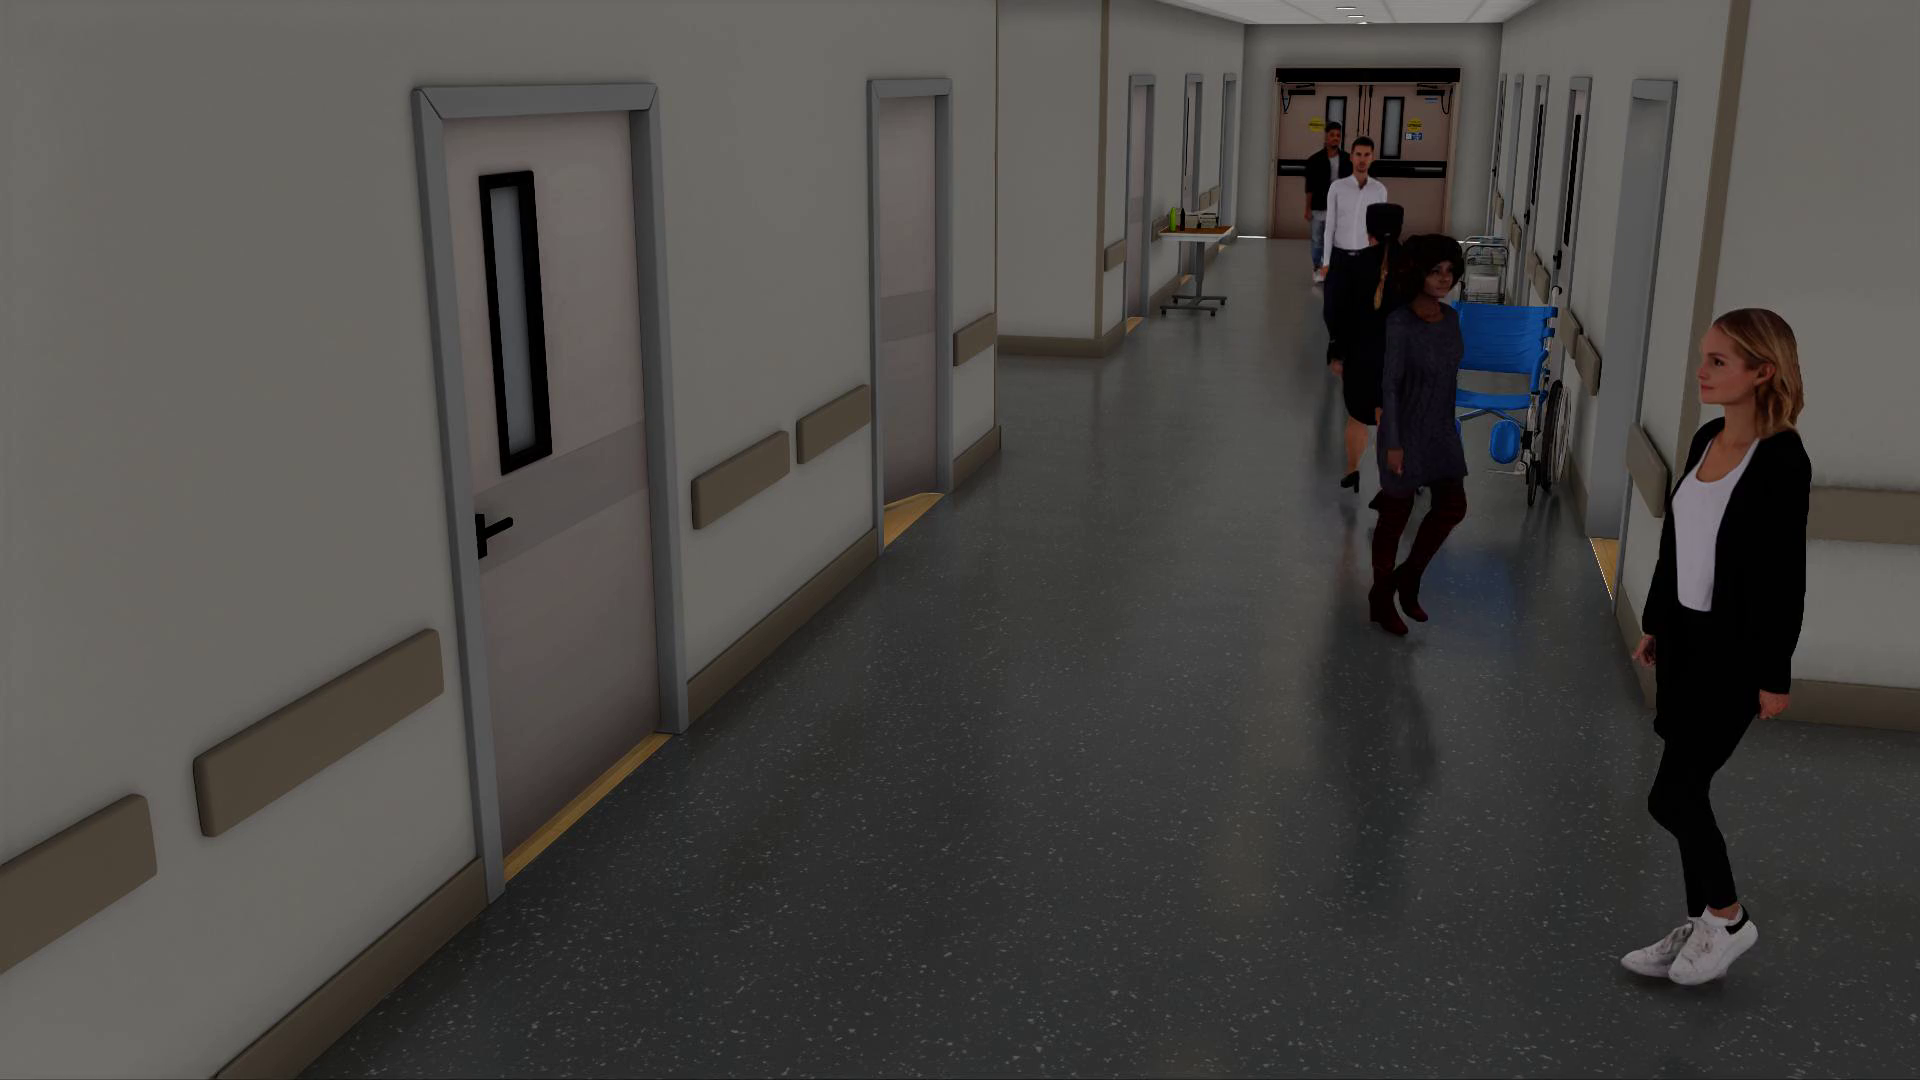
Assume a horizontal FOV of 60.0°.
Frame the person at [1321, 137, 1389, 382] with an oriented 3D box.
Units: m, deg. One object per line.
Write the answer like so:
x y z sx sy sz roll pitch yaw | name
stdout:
3.055 -2.195 12.999 0.664 1.854 0.963 3 16 10 | person

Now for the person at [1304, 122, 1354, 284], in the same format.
4.082 -3.722 18.565 0.880 1.773 1.211 0 16 2 | person

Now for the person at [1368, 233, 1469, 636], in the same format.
1.877 -0.442 7.063 0.716 1.700 0.774 -9 18 -28 | person

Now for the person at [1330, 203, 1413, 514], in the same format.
2.258 -0.924 8.906 0.847 1.629 1.109 0 16 2 | person

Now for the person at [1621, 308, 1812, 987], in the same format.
2.013 0.319 4.202 0.775 1.788 0.673 -2 16 -6 | person
